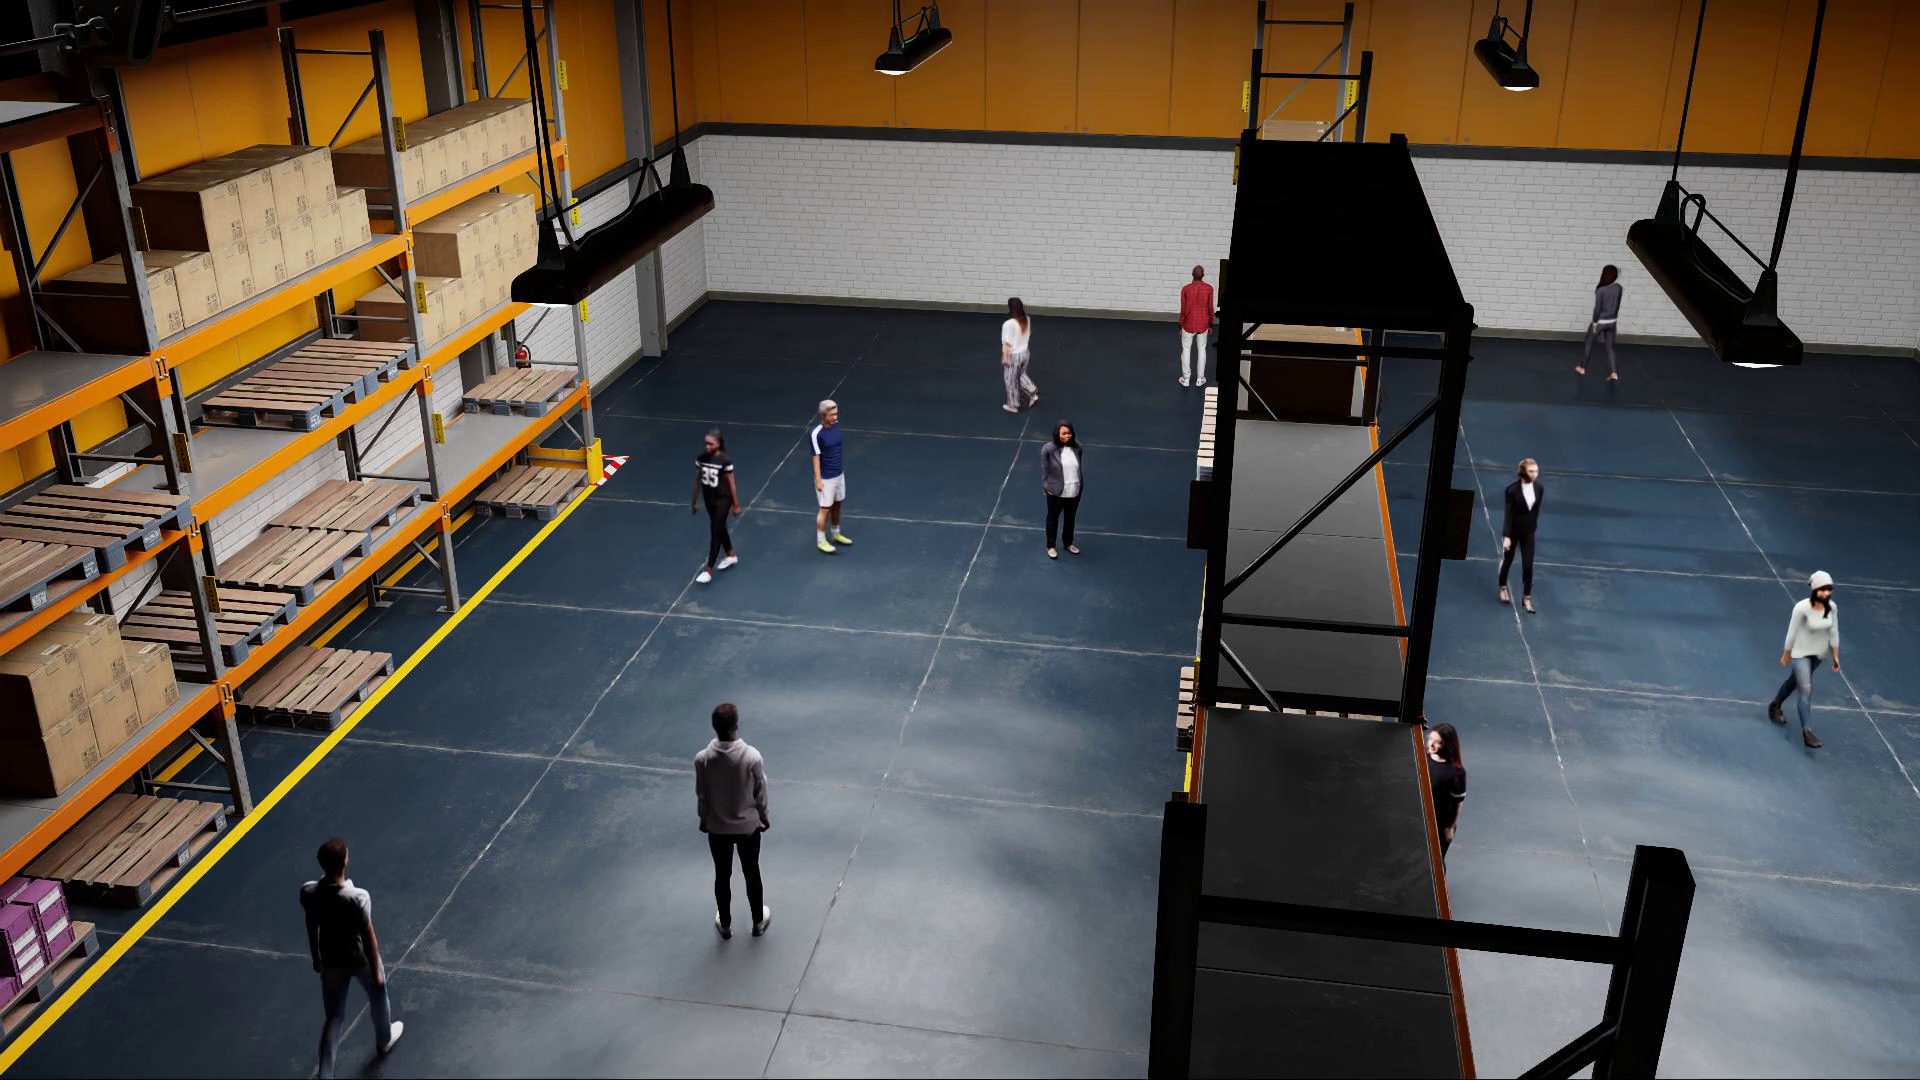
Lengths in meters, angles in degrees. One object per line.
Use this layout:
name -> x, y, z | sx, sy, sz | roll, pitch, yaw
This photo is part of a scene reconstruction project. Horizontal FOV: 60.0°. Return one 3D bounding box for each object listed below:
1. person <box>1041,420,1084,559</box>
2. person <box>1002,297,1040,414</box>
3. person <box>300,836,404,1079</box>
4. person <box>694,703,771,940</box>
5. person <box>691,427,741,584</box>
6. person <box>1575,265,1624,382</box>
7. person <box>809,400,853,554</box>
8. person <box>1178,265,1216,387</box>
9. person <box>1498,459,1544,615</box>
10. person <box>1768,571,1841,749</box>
person -> 1.175, -0.593, 18.934 | 0.800, 1.597, 0.841 | -11, 26, -23
person -> 0.852, -2.585, 23.403 | 0.924, 1.667, 0.872 | 19, 30, 36
person -> -4.045, 2.817, 10.858 | 0.704, 1.817, 1.175 | 2, 24, 5
person -> -1.688, 2.094, 12.373 | 0.747, 1.928, 0.685 | -3, 24, -6
person -> -2.634, -0.432, 18.434 | 0.883, 1.702, 1.141 | 13, 27, 28
person -> 9.637, -3.201, 24.722 | 0.859, 1.739, 1.157 | -4, 24, -9
person -> -1.510, -0.759, 19.023 | 0.779, 1.830, 0.642 | 14, 27, 28
person -> 3.485, -3.184, 24.582 | 0.697, 1.820, 0.618 | 1, 24, 2
person -> 5.892, -0.090, 17.676 | 0.790, 1.683, 0.920 | -4, 24, -9
person -> 7.713, 1.028, 15.227 | 0.847, 1.595, 1.158 | -5, 24, -11
